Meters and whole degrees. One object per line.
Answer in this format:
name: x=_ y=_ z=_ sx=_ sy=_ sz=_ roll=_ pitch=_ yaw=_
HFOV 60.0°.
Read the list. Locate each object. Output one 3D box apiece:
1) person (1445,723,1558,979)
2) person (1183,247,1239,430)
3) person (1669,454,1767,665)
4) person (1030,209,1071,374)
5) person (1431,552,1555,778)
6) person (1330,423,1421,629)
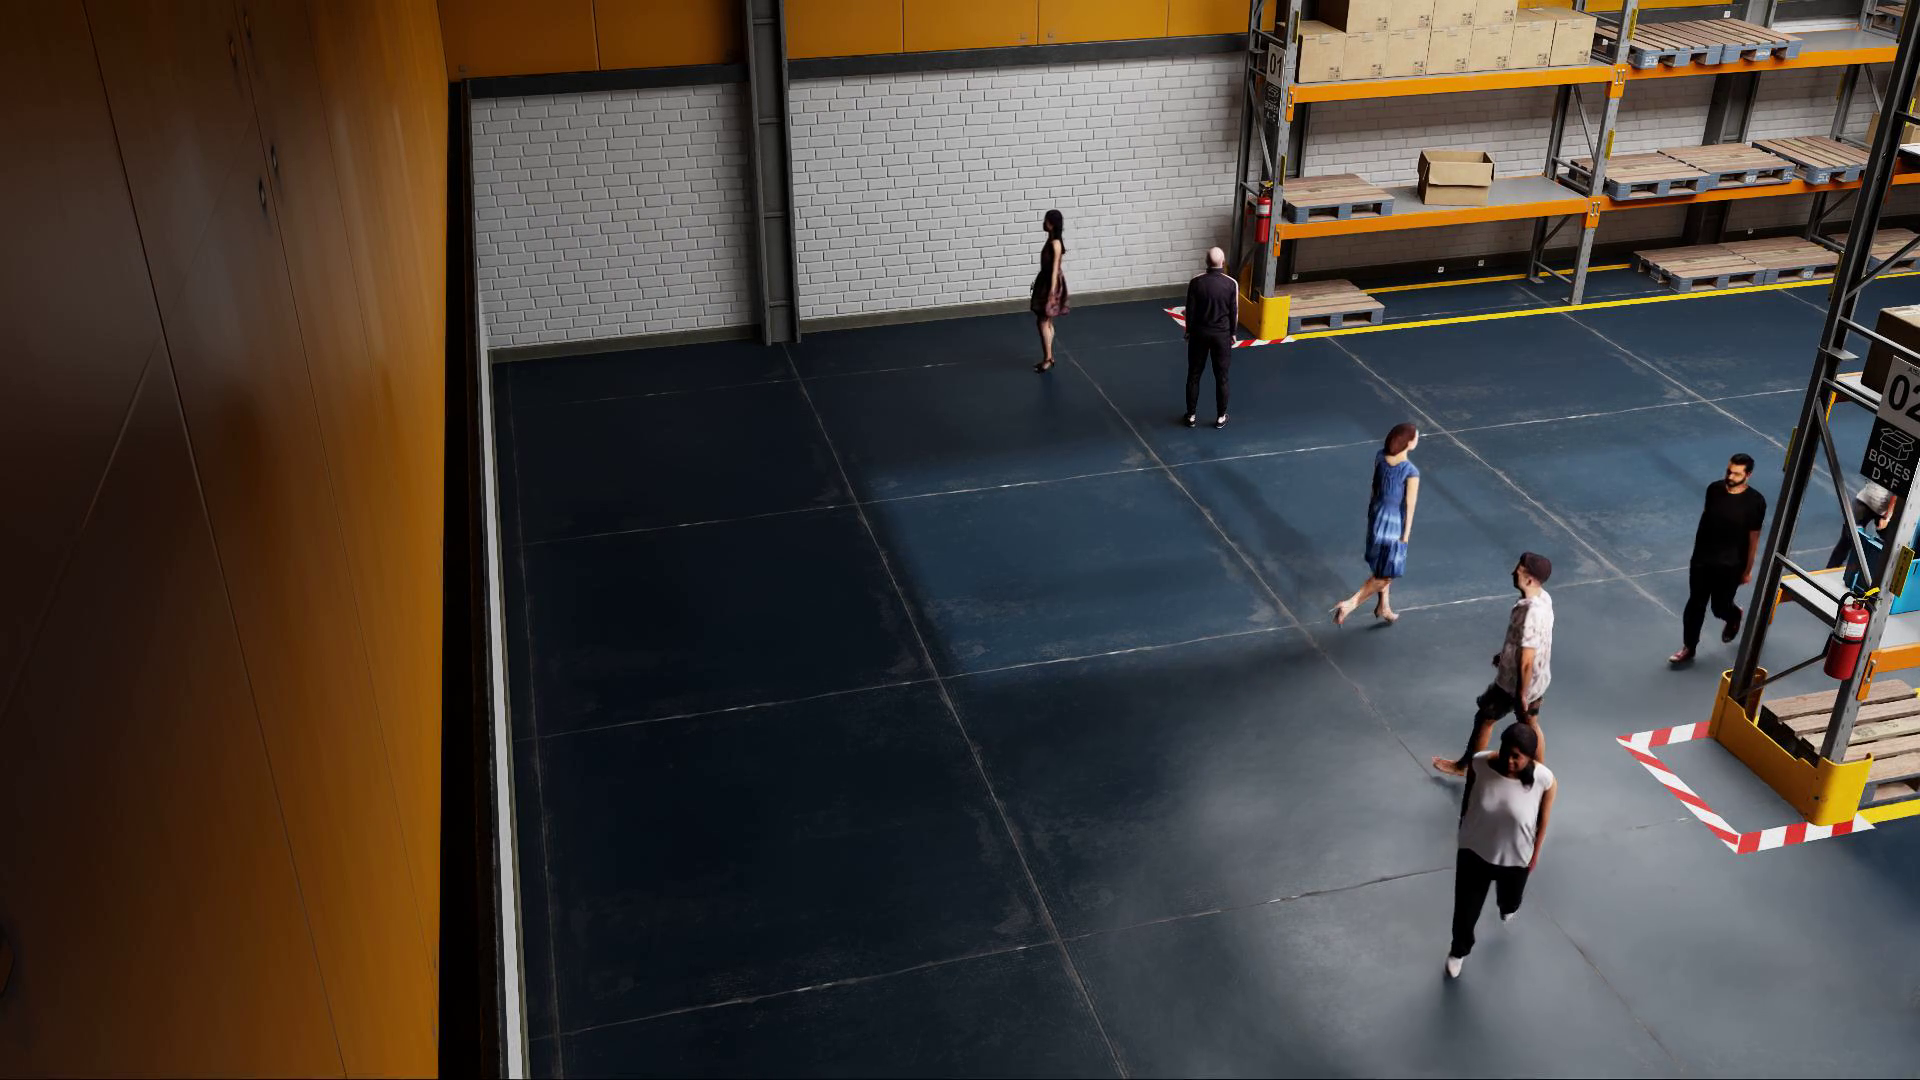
person: x=3.151 y=1.746 z=9.670 sx=0.992 sy=1.668 sz=1.048 roll=15 pitch=32 yaw=26
person: x=2.459 y=-1.980 z=16.325 sx=0.676 sy=1.836 sz=0.816 roll=5 pitch=29 yaw=9
person: x=5.790 y=0.131 z=12.557 sx=1.033 sy=1.739 sz=0.846 roll=-19 pitch=34 yaw=-31
person: x=0.998 y=-2.641 z=17.607 sx=0.744 sy=1.770 sz=0.743 roll=0 pitch=29 yaw=-1
person: x=3.820 y=0.924 z=11.049 sx=1.095 sy=1.790 sz=1.044 roll=18 pitch=33 yaw=29
person: x=3.237 y=-0.051 z=12.841 sx=1.044 sy=1.787 sz=0.758 roll=-13 pitch=31 yaw=-22
